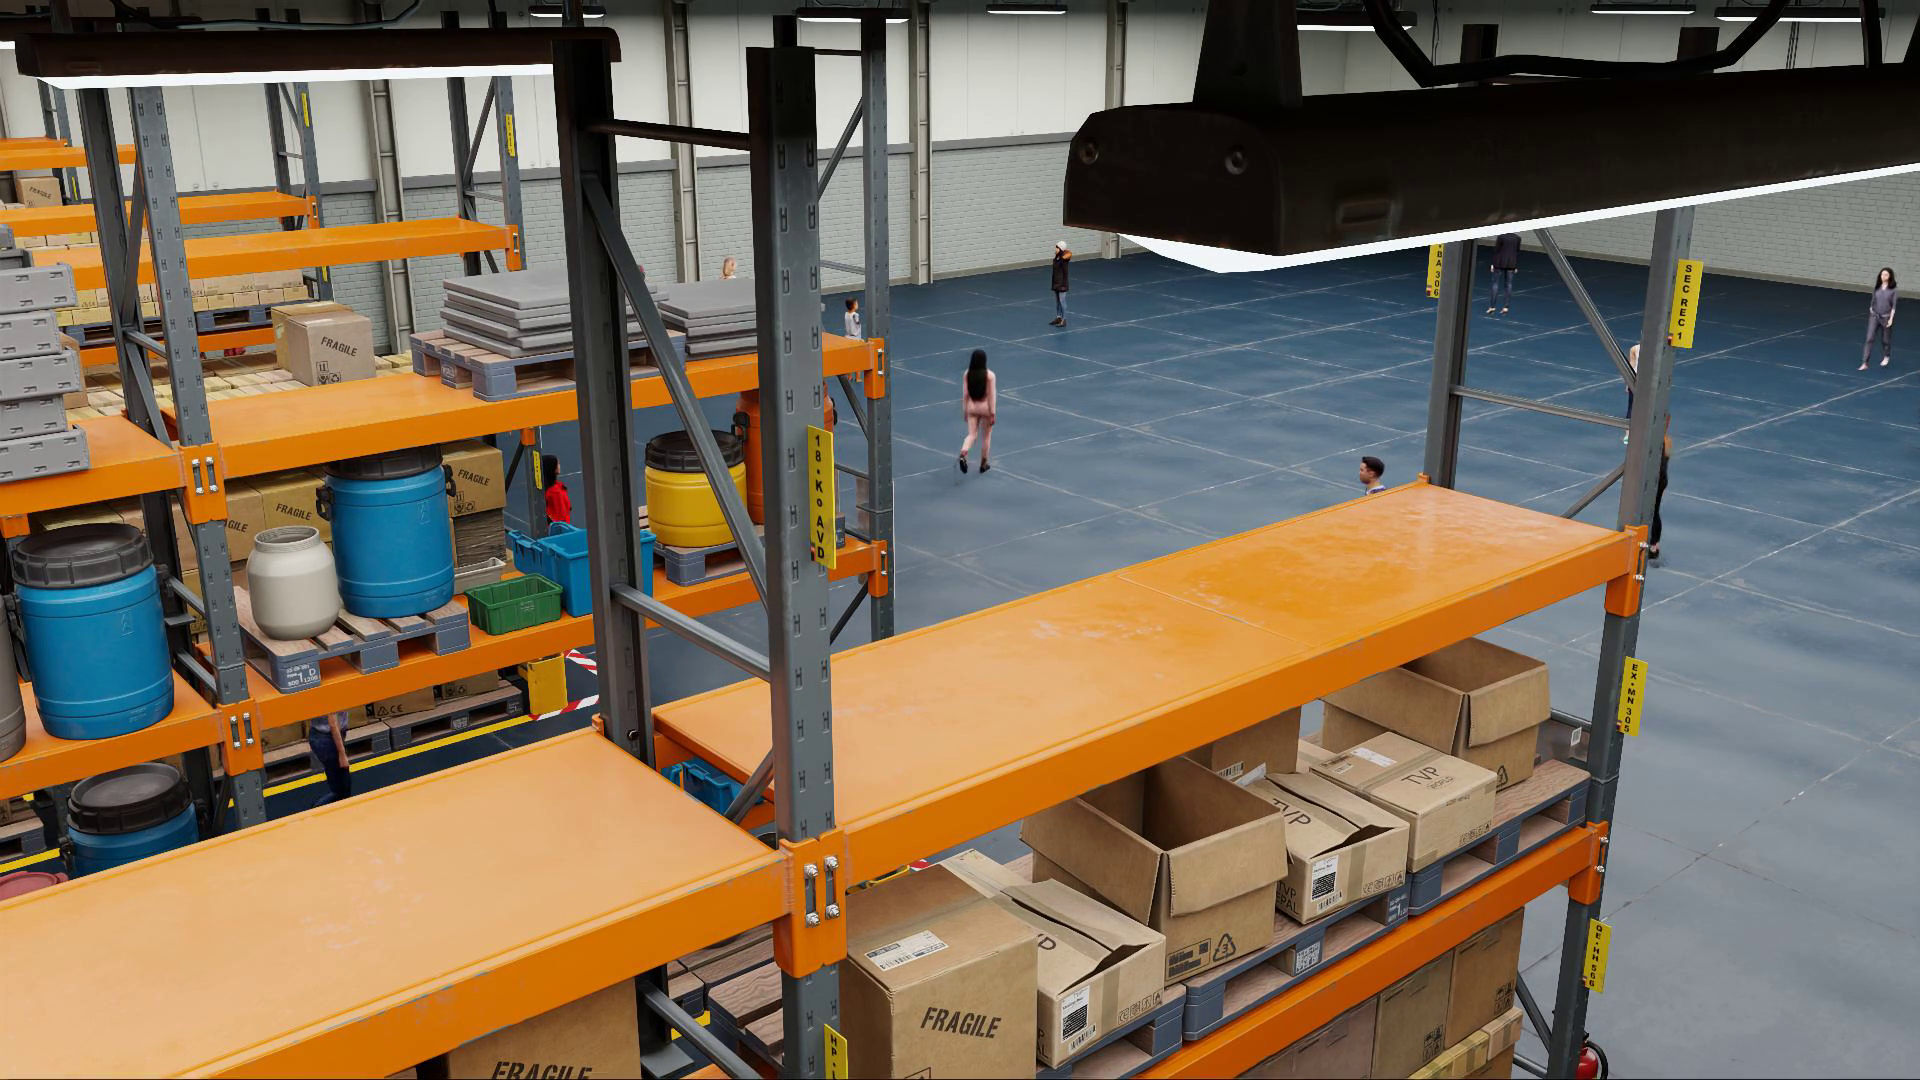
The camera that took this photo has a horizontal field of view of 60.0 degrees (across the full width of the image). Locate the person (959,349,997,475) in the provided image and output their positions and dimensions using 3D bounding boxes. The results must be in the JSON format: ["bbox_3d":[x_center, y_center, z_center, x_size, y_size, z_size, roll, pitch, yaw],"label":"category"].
[{"bbox_3d":[0.224,-1.660,22.020,0.899,1.703,1.116,8,20,24],"label":"person"}]

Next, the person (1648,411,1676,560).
[{"bbox_3d":[7.917,-0.612,18.852,0.836,1.673,0.586,12,22,33],"label":"person"}]

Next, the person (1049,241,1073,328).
[{"bbox_3d":[1.952,-4.989,32.356,0.699,1.634,0.698,-8,20,-23],"label":"person"}]

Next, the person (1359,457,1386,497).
[{"bbox_3d":[4.065,0.084,16.443,0.765,1.841,0.697,1,18,2],"label":"person"}]

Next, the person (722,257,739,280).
[{"bbox_3d":[-4.047,-4.057,29.193,0.587,1.820,0.488,16,24,41],"label":"person"}]

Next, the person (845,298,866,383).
[{"bbox_3d":[-1.781,-3.372,27.676,0.614,1.456,0.578,12,22,34],"label":"person"}]

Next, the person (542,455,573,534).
[{"bbox_3d":[-4.120,-0.031,16.951,0.595,1.746,0.608,-14,23,-36],"label":"person"}]

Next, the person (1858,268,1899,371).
[{"bbox_3d":[15.815,-3.769,28.464,0.663,1.723,1.170,17,24,42],"label":"person"}]

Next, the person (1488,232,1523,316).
[{"bbox_3d":[9.901,-5.002,30.321,0.823,1.782,0.789,2,18,6],"label":"person"}]
